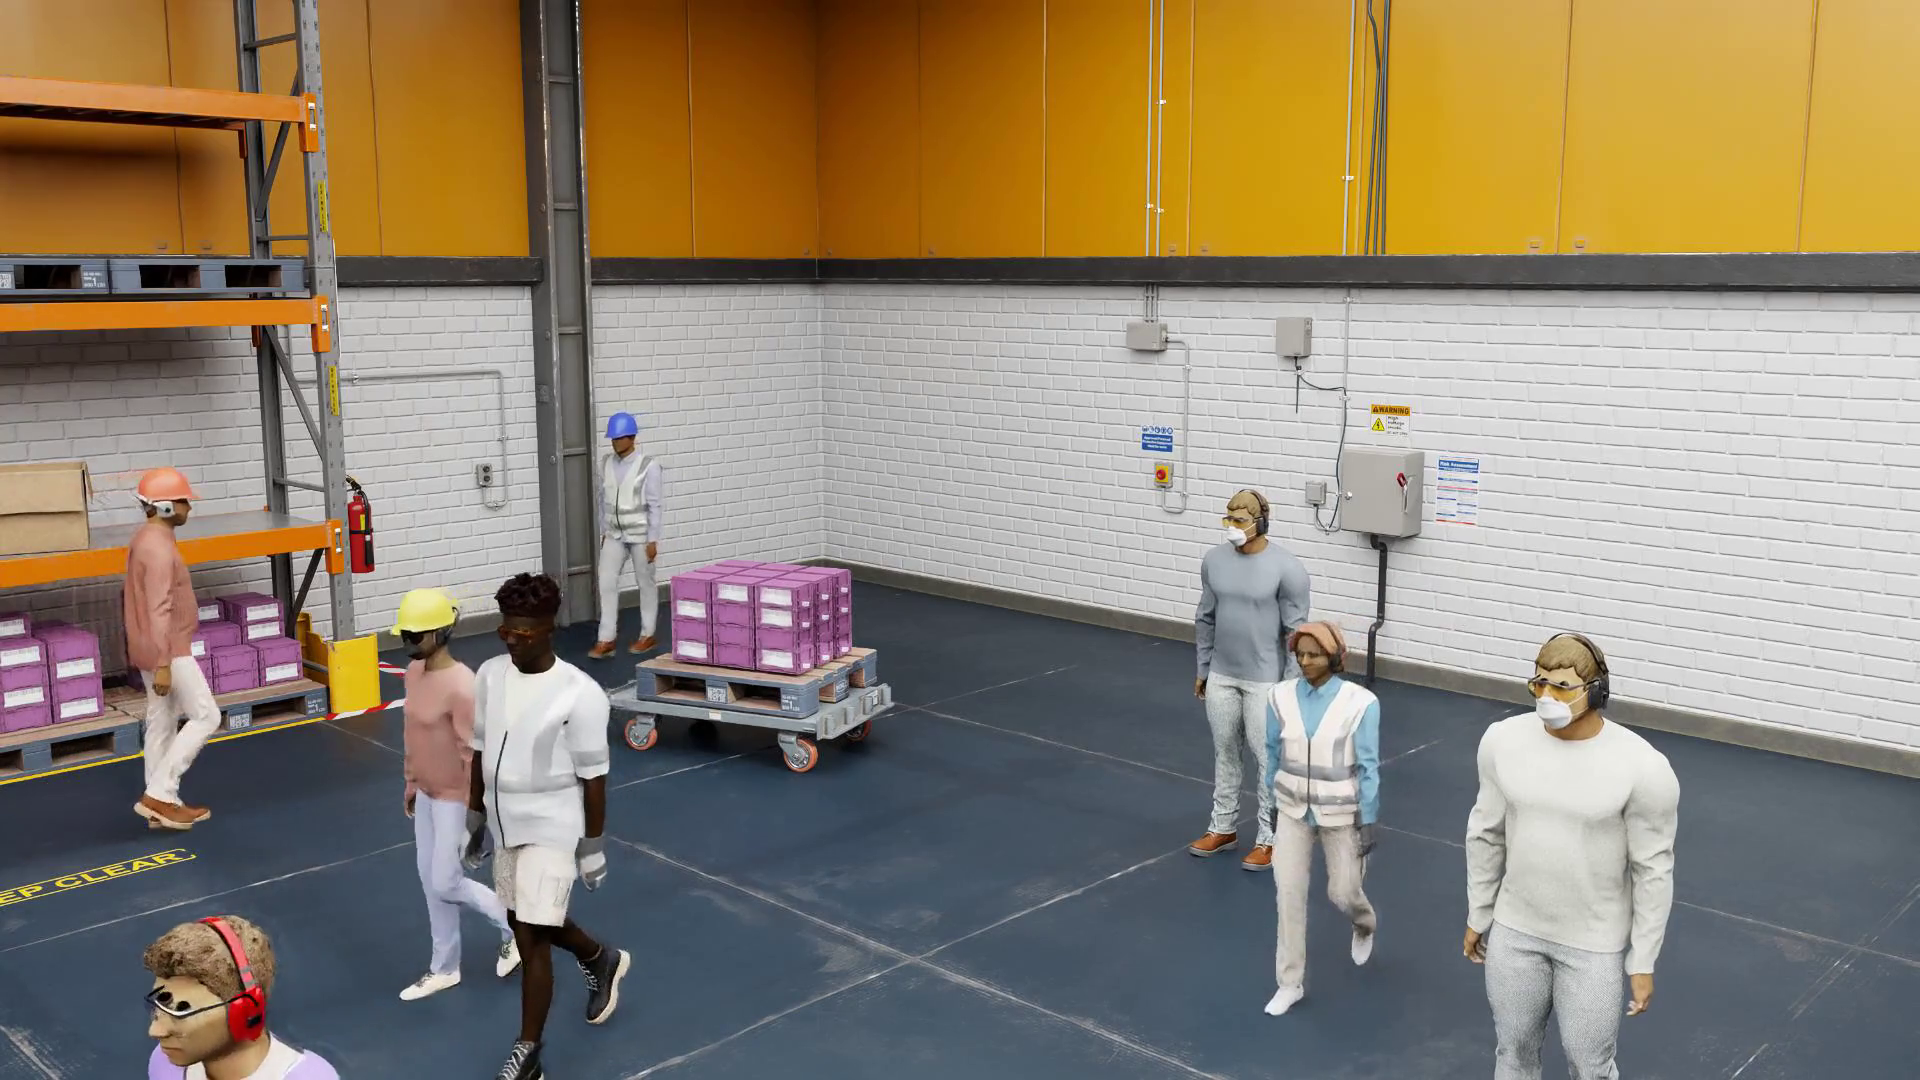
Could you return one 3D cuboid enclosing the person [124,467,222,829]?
[{"bbox_3d":[-4.253,0.593,8.966,0.427,1.979,0.612,-7,12,-37],"label":"person"}]

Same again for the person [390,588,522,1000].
[{"bbox_3d":[-2.104,1.047,6.917,0.469,1.755,0.528,-9,13,-43],"label":"person"}]

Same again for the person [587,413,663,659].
[{"bbox_3d":[-2.625,-0.017,12.880,0.645,1.917,0.814,4,10,22],"label":"person"}]

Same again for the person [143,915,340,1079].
[{"bbox_3d":[-1.316,1.585,3.407,0.572,1.825,0.716,7,11,36],"label":"person"}]

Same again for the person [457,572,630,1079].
[{"bbox_3d":[-1.546,1.056,6.259,0.605,1.946,0.865,6,11,34],"label":"person"}]

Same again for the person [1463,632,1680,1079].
[{"bbox_3d":[1.865,1.233,5.176,0.635,1.937,0.354,9,13,43],"label":"person"}]

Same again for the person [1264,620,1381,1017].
[{"bbox_3d":[1.517,1.110,6.884,0.516,1.623,0.652,6,11,33],"label":"person"}]

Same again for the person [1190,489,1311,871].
[{"bbox_3d":[1.458,0.700,8.445,0.635,1.937,0.354,9,13,43],"label":"person"}]
